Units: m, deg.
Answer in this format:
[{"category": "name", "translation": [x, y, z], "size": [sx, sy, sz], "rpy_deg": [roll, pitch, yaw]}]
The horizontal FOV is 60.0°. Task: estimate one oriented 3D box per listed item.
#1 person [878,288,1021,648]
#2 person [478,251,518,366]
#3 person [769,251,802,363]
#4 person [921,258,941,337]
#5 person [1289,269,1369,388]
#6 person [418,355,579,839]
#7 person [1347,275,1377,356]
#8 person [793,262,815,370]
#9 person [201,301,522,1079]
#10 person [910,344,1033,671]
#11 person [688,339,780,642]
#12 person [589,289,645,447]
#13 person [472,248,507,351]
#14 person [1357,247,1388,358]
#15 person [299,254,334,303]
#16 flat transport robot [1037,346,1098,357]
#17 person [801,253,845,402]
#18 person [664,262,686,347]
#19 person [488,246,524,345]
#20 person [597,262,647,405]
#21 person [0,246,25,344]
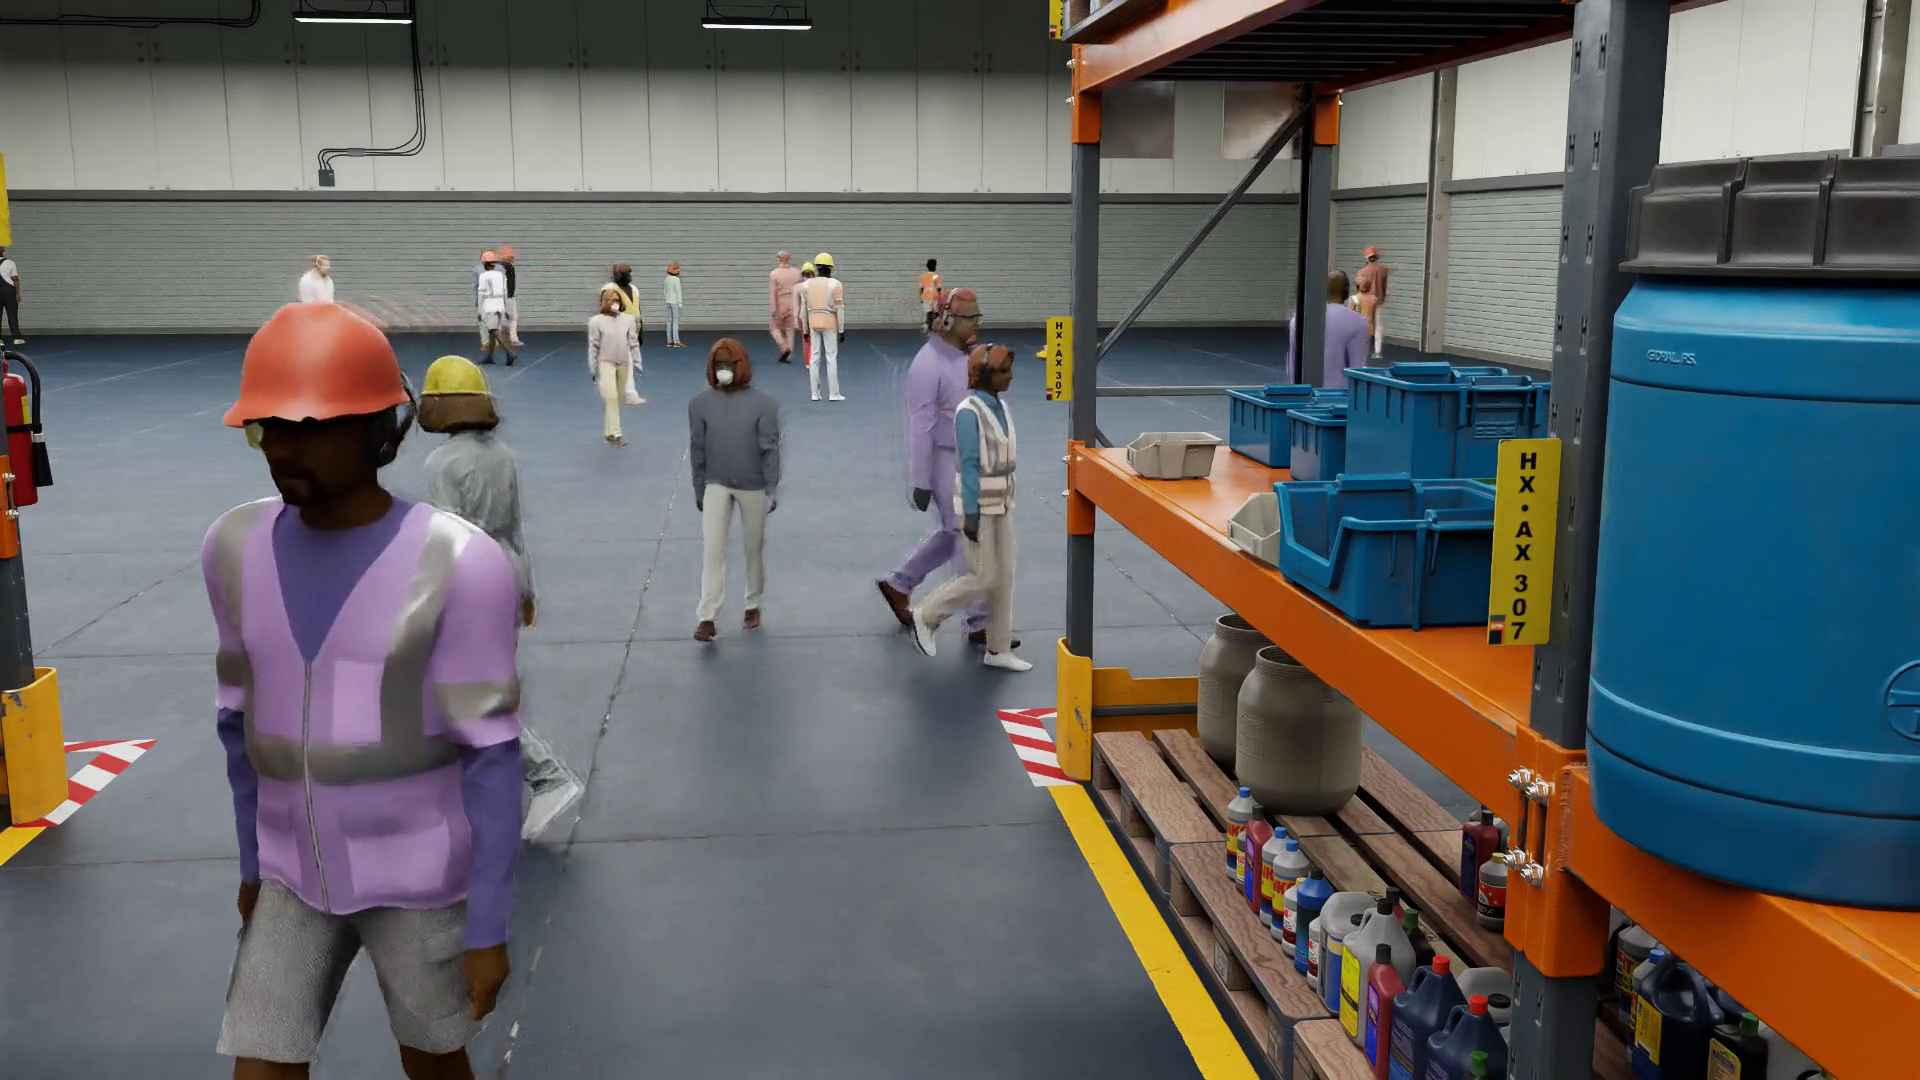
[{"category": "person", "translation": [-0.079, -0.392, 8.791], "size": [0.870, 1.877, 0.652], "rpy_deg": [5, 12, 27]}, {"category": "person", "translation": [-7.689, -3.838, 27.598], "size": [0.907, 1.912, 0.561], "rpy_deg": [6, 12, 29]}, {"category": "person", "translation": [-2.975, -3.926, 28.099], "size": [0.652, 1.891, 0.436], "rpy_deg": [-8, 13, -36]}, {"category": "person", "translation": [-0.652, -5.101, 35.144], "size": [0.540, 1.682, 0.626], "rpy_deg": [8, 13, 36]}, {"category": "person", "translation": [2.807, -1.118, 12.724], "size": [0.651, 1.884, 1.025], "rpy_deg": [6, 12, 31]}, {"category": "person", "translation": [-1.652, 0.203, 5.952], "size": [0.605, 1.713, 0.509], "rpy_deg": [3, 11, 14]}, {"category": "person", "translation": [5.476, -2.785, 22.587], "size": [0.518, 1.626, 0.526], "rpy_deg": [-5, 12, -27]}, {"category": "person", "translation": [-2.397, -3.552, 26.478], "size": [0.529, 1.736, 0.802], "rpy_deg": [1, 10, 7]}, {"category": "person", "translation": [-1.095, 0.613, 2.870], "size": [0.649, 2.014, 0.868], "rpy_deg": [2, 11, 12]}, {"category": "person", "translation": [0.072, -0.153, 8.142], "size": [0.514, 1.620, 0.528], "rpy_deg": [5, 11, 26]}, {"category": "person", "translation": [-1.201, -0.253, 8.788], "size": [0.503, 1.594, 0.830], "rpy_deg": [0, 10, 2]}, {"category": "person", "translation": [-3.467, -1.741, 16.926], "size": [0.506, 1.600, 0.789], "rpy_deg": [-9, 14, -40]}, {"category": "person", "translation": [-8.745, -4.458, 30.948], "size": [0.651, 1.914, 0.654], "rpy_deg": [-1, 10, -4]}, {"category": "person", "translation": [7.260, -4.201, 29.468], "size": [0.615, 1.955, 0.888], "rpy_deg": [-2, 10, -9]}, {"category": "person", "translation": [-9.293, -3.196, 24.158], "size": [0.506, 1.882, 0.652], "rpy_deg": [4, 11, 20]}, {"category": "flat transport robot", "translation": [1.995, -3.373, 29.516], "size": [0.652, 0.197, 1.431], "rpy_deg": [6, 12, 31]}, {"category": "person", "translation": [-1.771, -2.757, 21.616], "size": [0.585, 1.921, 0.383], "rpy_deg": [3, 11, 18]}, {"category": "person", "translation": [-5.573, -4.590, 32.451], "size": [0.271, 1.632, 0.508], "rpy_deg": [-9, 14, -41]}, {"category": "person", "translation": [-8.998, -4.798, 32.680], "size": [0.721, 1.965, 0.654], "rpy_deg": [3, 11, 17]}, {"category": "person", "translation": [-4.364, -2.649, 21.304], "size": [0.789, 1.820, 0.629], "rpy_deg": [5, 11, 25]}, {"category": "person", "translation": [-19.072, -4.920, 33.142], "size": [0.673, 2.000, 0.536], "rpy_deg": [-2, 11, -10]}]
